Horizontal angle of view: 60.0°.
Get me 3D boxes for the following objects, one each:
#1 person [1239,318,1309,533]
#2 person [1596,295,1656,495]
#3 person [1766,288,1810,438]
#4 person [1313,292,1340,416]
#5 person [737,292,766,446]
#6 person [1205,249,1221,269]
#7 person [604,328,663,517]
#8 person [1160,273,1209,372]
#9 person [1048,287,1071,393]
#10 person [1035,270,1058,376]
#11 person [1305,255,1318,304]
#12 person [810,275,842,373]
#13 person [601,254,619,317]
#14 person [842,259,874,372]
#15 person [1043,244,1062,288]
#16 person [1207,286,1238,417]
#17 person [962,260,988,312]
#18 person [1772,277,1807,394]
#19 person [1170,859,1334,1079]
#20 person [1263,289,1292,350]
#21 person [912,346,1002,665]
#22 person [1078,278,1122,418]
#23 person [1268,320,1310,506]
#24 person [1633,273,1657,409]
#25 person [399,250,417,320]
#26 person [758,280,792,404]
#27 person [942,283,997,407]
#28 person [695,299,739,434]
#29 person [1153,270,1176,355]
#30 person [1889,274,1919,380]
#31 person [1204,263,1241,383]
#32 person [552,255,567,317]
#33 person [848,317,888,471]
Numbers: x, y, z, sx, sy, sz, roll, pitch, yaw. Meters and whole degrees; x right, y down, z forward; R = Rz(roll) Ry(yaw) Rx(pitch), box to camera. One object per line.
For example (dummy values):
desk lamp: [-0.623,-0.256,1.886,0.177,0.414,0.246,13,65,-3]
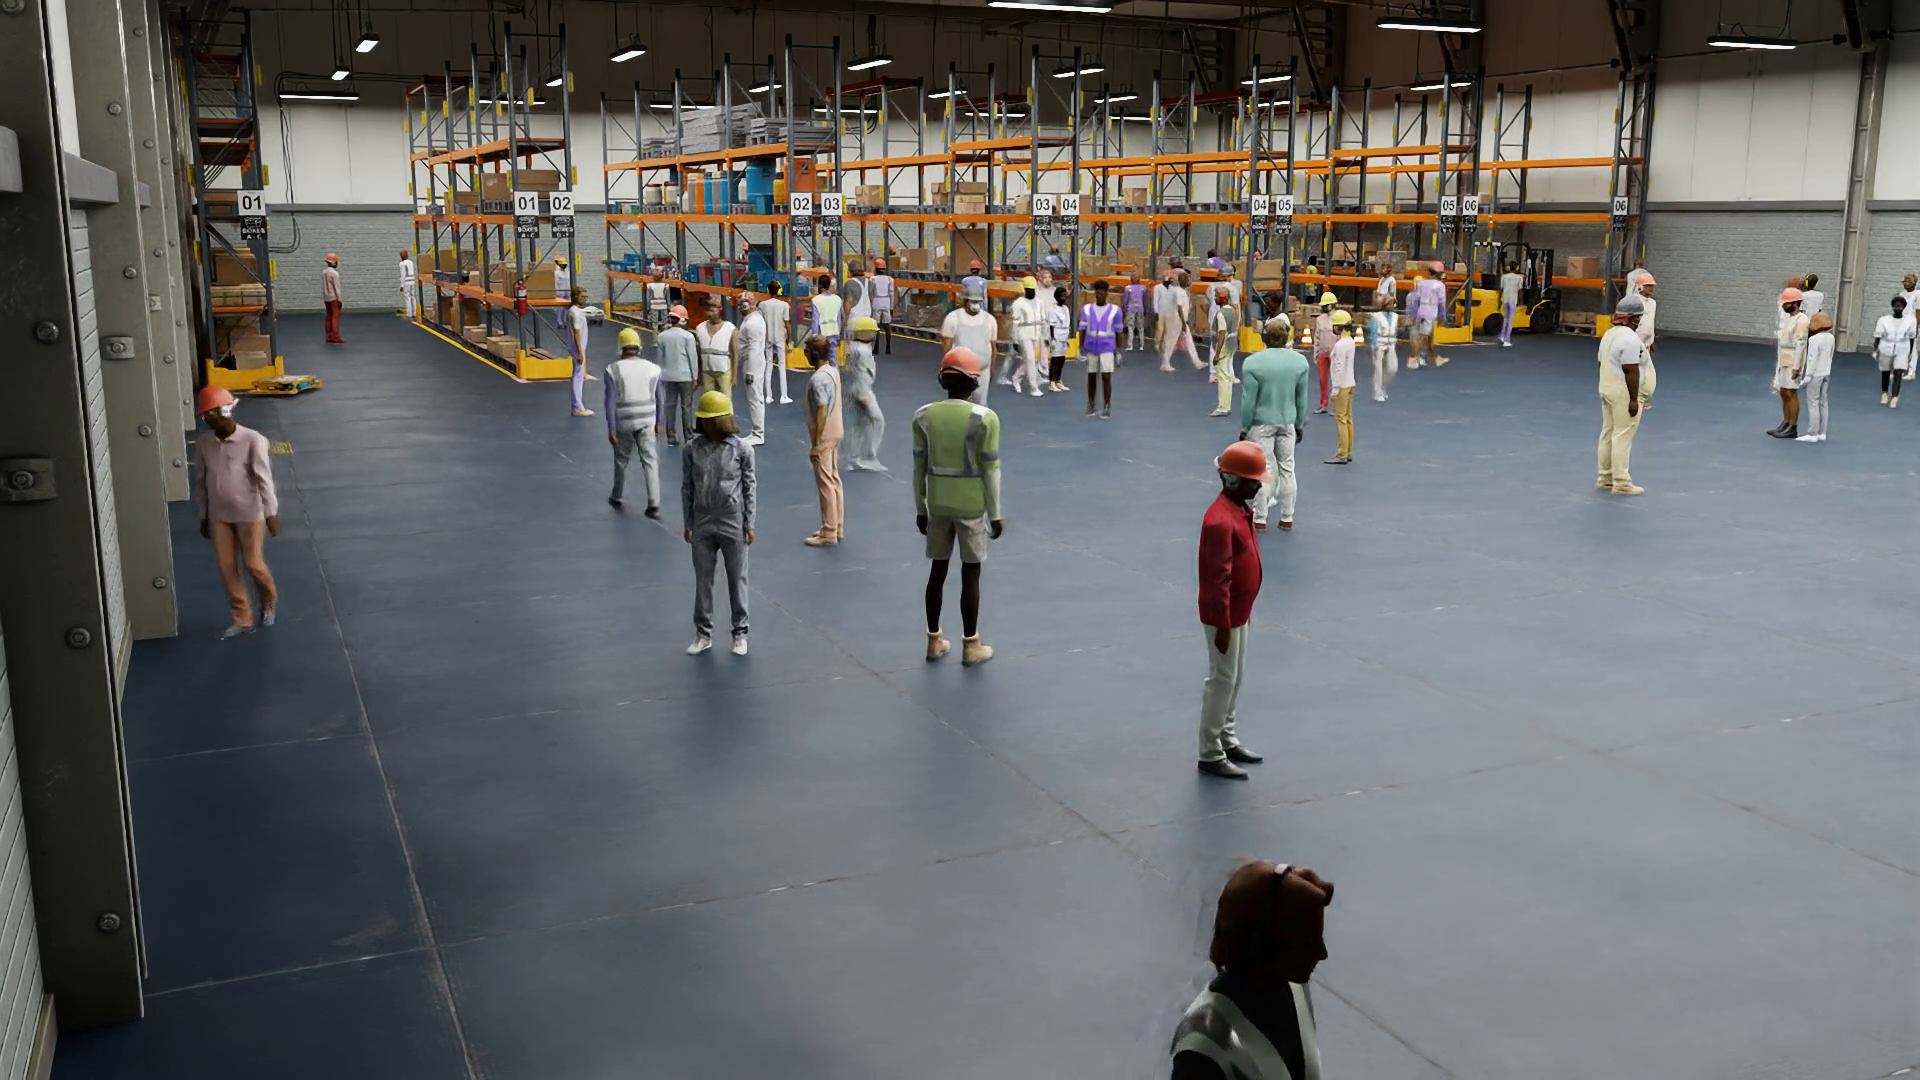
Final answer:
person: [2.818,-1.026,15.003,0.627,1.941,0.371,-2,11,-10]
person: [6.881,-1.501,17.159,0.537,2.000,0.680,-1,11,-3]
person: [10.655,-2.272,21.382,0.383,1.926,0.550,1,11,4]
person: [5.267,-2.659,23.788,0.342,1.754,0.532,-9,14,-38]
person: [-2.611,-2.123,20.681,0.403,1.901,0.637,-1,11,-3]
person: [7.271,-7.541,48.426,0.638,1.823,0.637,-9,14,-38]
person: [-3.118,-1.128,15.939,0.613,1.779,0.943,-6,13,-29]
person: [4.073,-3.922,30.084,0.966,1.791,0.538,4,12,20]
person: [1.589,-3.224,26.857,0.386,1.692,0.601,7,13,33]
person: [1.507,-3.889,29.720,0.651,1.881,0.857,-4,12,-21]
person: [9.817,-7.081,46.398,0.316,1.696,0.540,-3,11,-14]
person: [-2.092,-3.173,25.970,0.392,1.919,0.591,10,15,41]
person: [-9.765,-7.075,46.265,0.512,1.728,0.493,-3,12,-17]
person: [-1.913,-4.099,30.362,0.535,2.000,0.684,10,15,41]
person: [2.664,-7.360,47.030,0.618,2.006,0.865,-7,13,-32]
person: [3.738,-2.669,23.585,0.390,1.848,0.564,4,12,21]
person: [0.306,-4.690,33.652,0.540,1.930,0.387,3,12,17]
person: [13.200,-3.224,26.354,0.513,1.865,0.613,3,11,14]
person: [0.497,1.407,3.468,0.597,1.616,0.547,7,13,33]
person: [4.047,-2.236,21.245,0.390,1.911,0.584,-1,11,-7]
person: [-0.007,-0.218,10.660,0.609,2.034,0.407,6,13,29]
person: [1.969,-2.698,23.467,0.613,1.961,0.377,4,12,19]
person: [3.187,-1.275,16.579,0.519,1.817,0.962,6,13,28]
person: [9.978,-2.908,24.419,0.608,1.997,0.375,-6,13,-30]
person: [-14.968,-6.910,45.040,0.361,1.887,0.574,3,12,16]
person: [-2.802,-3.001,25.219,0.538,1.869,0.312,2,11,11]
person: [0.126,-2.230,20.866,0.691,2.000,0.774,-1,11,-3]
person: [-2.978,-2.035,20.406,0.608,1.835,0.440,4,12,20]
person: [4.163,-4.627,33.869,0.600,1.710,0.386,-7,13,-32]
person: [16.409,-3.687,28.804,0.351,1.837,0.502,-3,11,-14]
person: [4.510,-3.678,28.222,0.539,2.000,0.689,-9,14,-39]
person: [-11.202,-7.060,46.272,0.561,1.714,0.887,-2,11,-9]
person: [-0.998,-1.618,18.553,0.598,1.723,0.517,-1,11,-5]
